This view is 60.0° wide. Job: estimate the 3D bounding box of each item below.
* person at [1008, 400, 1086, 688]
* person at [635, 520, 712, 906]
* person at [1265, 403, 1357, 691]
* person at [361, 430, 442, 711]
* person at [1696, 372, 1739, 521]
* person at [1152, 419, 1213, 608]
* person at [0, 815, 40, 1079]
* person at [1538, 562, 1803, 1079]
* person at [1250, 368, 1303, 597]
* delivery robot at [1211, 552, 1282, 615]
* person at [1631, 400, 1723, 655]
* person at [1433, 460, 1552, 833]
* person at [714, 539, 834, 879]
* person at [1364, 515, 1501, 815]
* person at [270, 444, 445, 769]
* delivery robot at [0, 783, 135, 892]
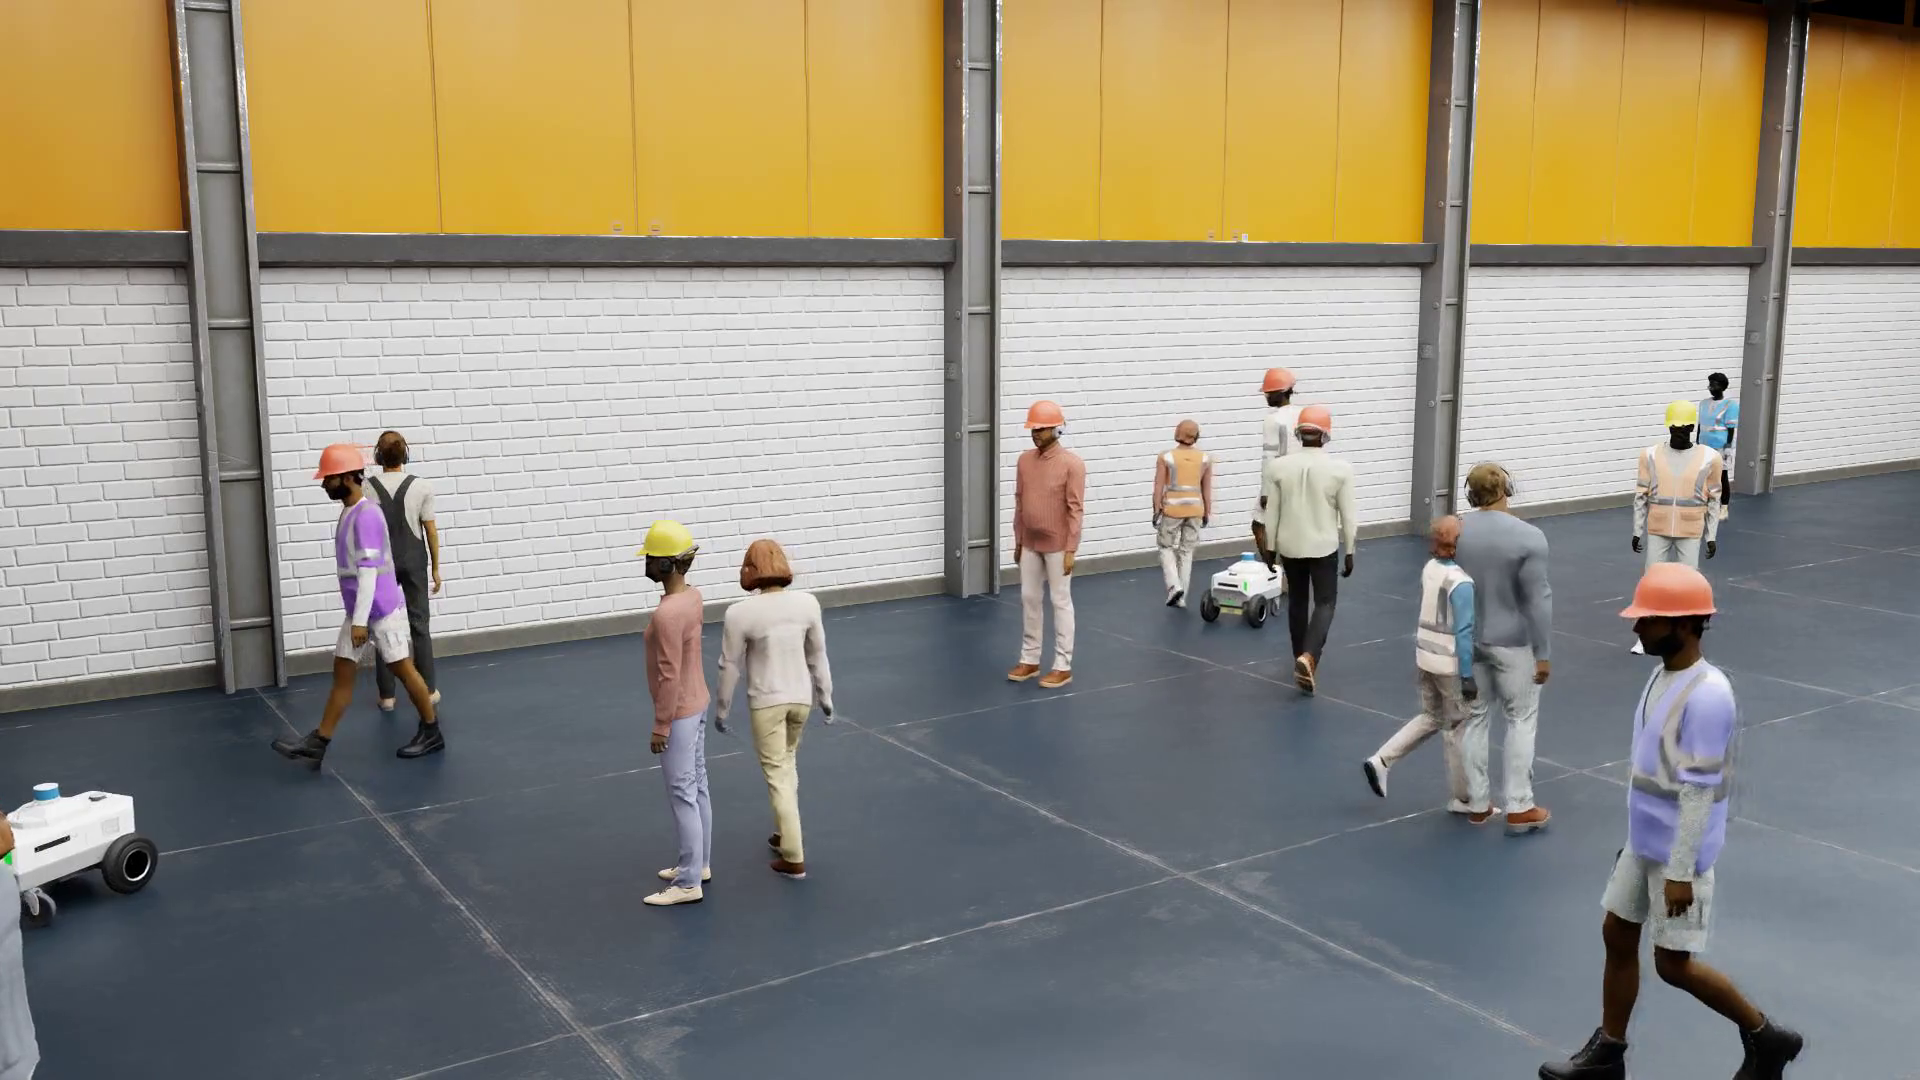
[{"bbox_3d":[0.597,0.024,11.530,0.622,1.987,0.403,9,13,43],"label":"person"},{"bbox_3d":[-1.309,0.784,7.612,0.315,1.769,0.525,1,9,3],"label":"person"},{"bbox_3d":[2.403,0.045,11.456,0.640,1.970,0.863,5,10,26],"label":"person"},{"bbox_3d":[-3.667,0.200,10.885,0.514,1.846,0.339,-2,10,-14],"label":"person"},{"bbox_3d":[8.630,-1.073,19.021,0.319,1.691,0.534,-4,10,-23],"label":"person"},{"bbox_3d":[1.884,-0.211,14.068,0.532,1.619,0.406,-2,10,-11],"label":"person"},{"bbox_3d":[-2.560,1.410,4.269,0.355,1.632,0.519,-2,10,-11],"label":"person"},{"bbox_3d":[2.480,1.026,5.712,0.783,1.914,0.571,0,9,2],"label":"person"},{"bbox_3d":[2.785,-0.492,14.535,0.673,2.027,0.492,-7,12,-38],"label":"person"},{"bbox_3d":[2.351,0.345,13.614,0.477,0.478,0.707,7,12,35],"label":"delivery robot"},{"bbox_3d":[5.291,-0.077,12.312,0.594,1.924,0.382,5,11,29],"label":"person"},{"bbox_3d":[2.746,0.543,8.655,0.673,1.908,0.398,9,13,44],"label":"person"},{"bbox_3d":[-0.898,0.794,8.027,0.563,1.594,0.642,-7,12,-35],"label":"person"},{"bbox_3d":[2.533,0.664,8.778,0.647,1.623,0.536,-1,9,-6],"label":"person"},{"bbox_3d":[-3.498,0.389,9.631,0.994,1.880,0.622,-7,11,-35],"label":"person"},{"bbox_3d":[-4.136,1.350,7.561,0.477,0.478,0.707,4,10,22],"label":"delivery robot"}]
